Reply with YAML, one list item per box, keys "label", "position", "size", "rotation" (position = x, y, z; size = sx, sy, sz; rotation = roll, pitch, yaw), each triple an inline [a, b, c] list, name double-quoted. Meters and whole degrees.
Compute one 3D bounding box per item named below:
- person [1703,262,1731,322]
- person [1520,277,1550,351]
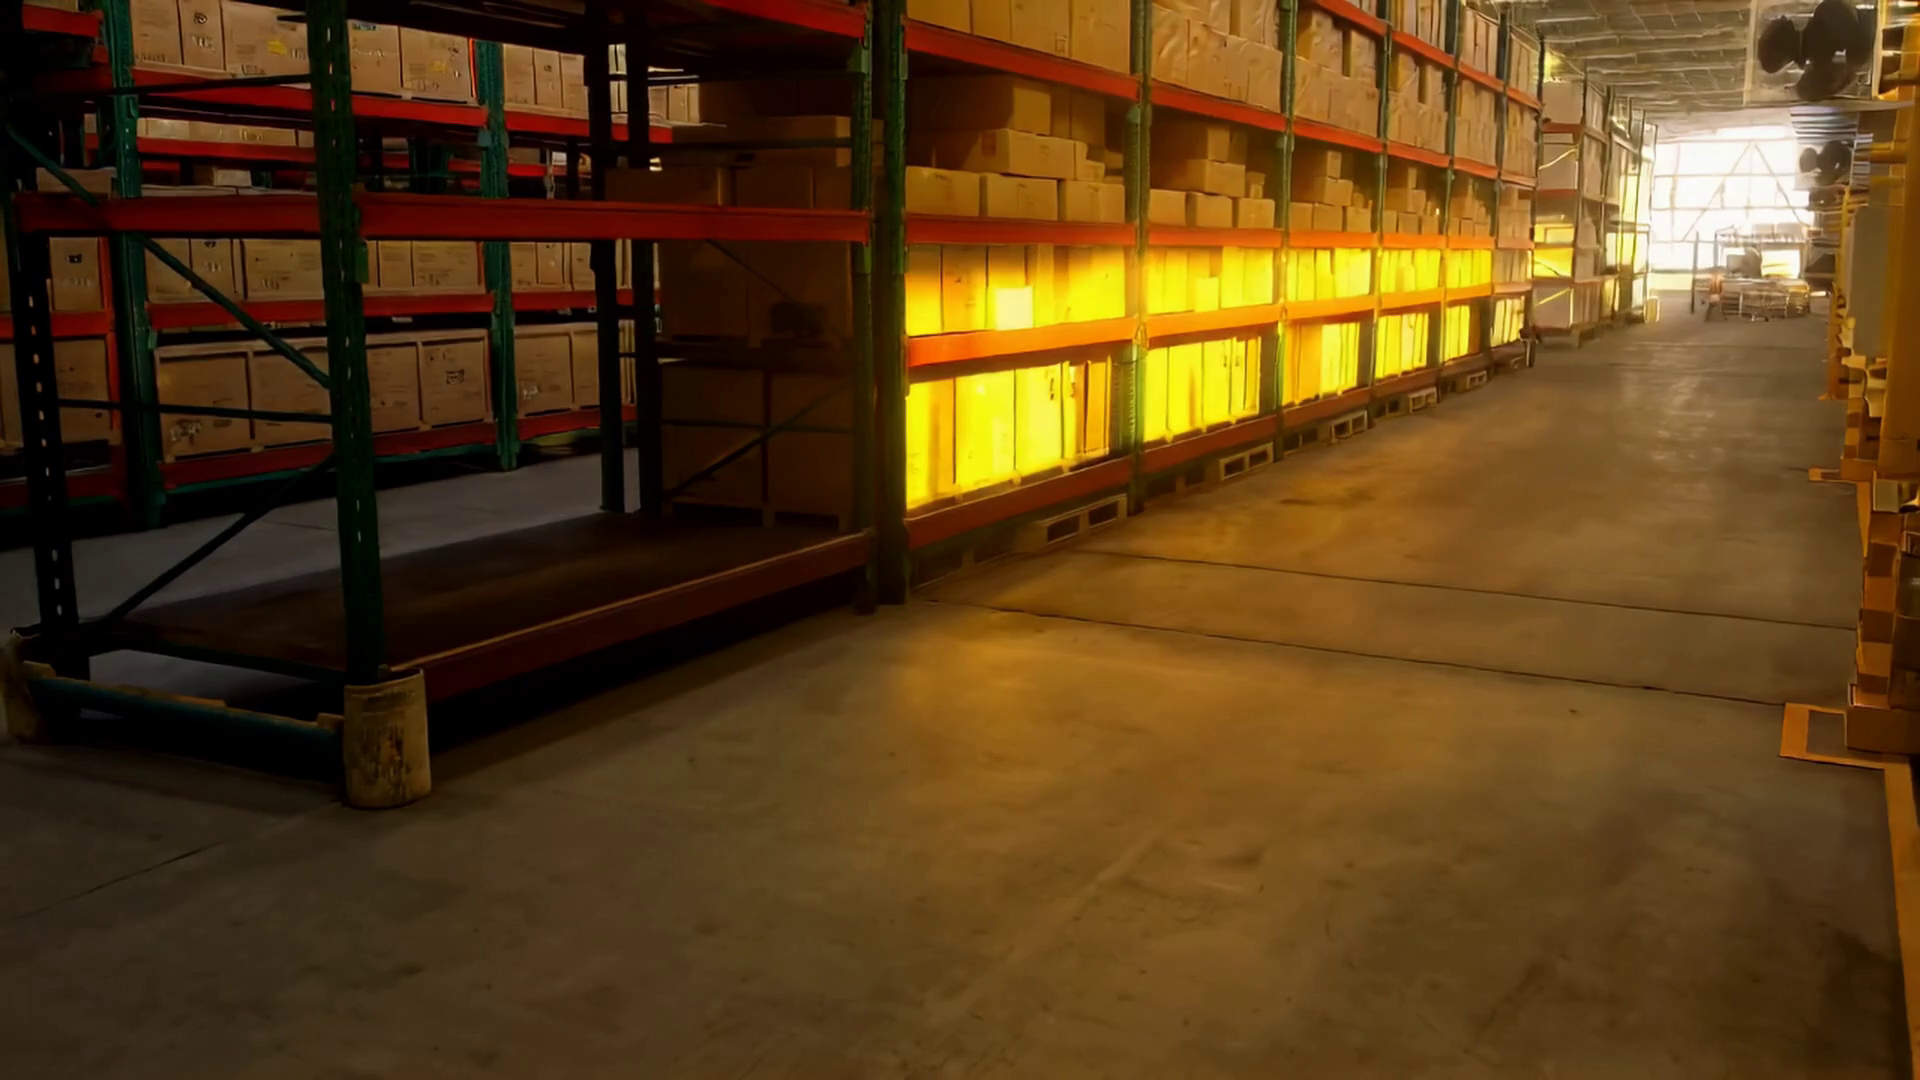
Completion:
- label: "person"
  position: [23.832, -7.775, 52.214]
  size: [0.573, 1.888, 0.962]
  rotation: [-8, 13, -40]
- label: "person"
  position: [12.586, -4.962, 36.575]
  size: [0.773, 1.671, 0.534]
  rotation: [5, 11, 26]
